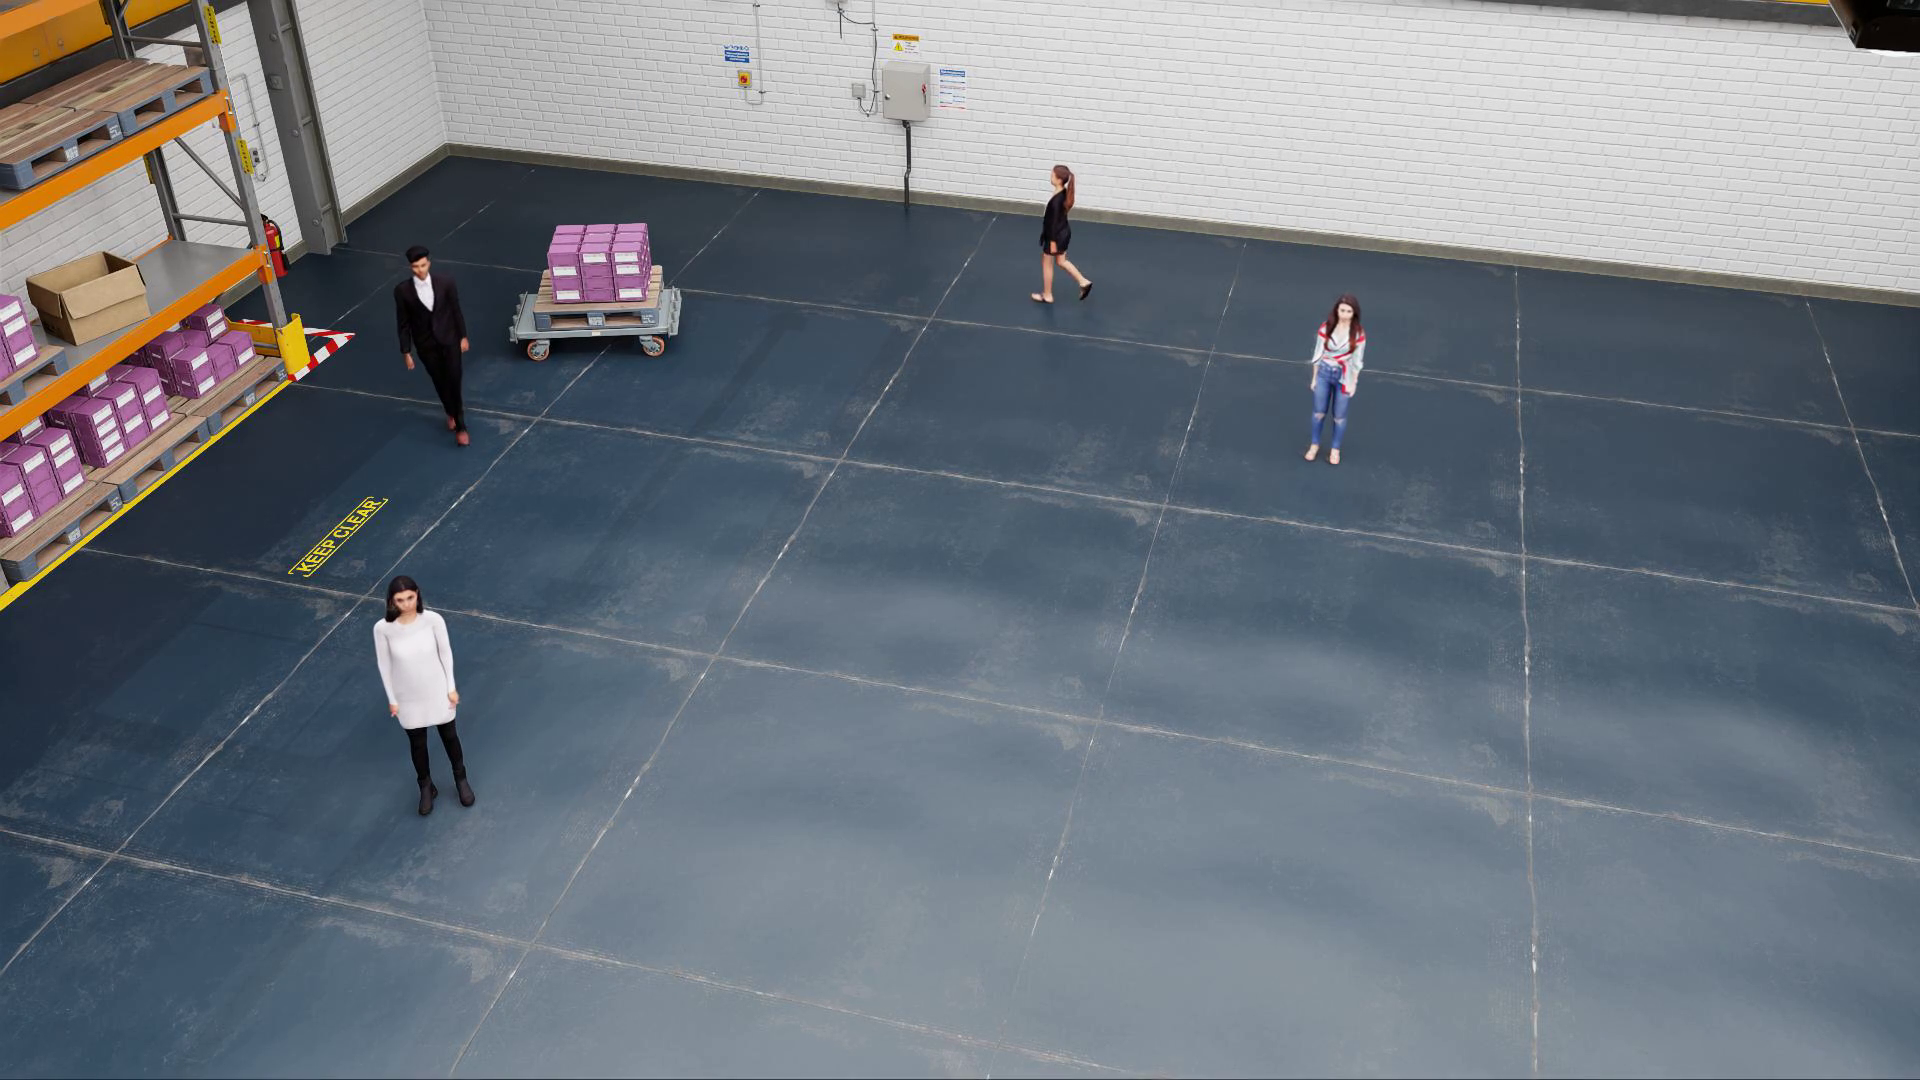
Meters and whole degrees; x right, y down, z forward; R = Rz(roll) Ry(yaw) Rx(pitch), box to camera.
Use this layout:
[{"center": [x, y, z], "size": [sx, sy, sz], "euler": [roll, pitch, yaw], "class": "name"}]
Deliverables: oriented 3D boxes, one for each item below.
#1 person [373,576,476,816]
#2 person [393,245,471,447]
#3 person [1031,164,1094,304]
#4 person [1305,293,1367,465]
[{"center": [-3.488, 0.992, 10.836], "size": [0.691, 1.806, 0.706], "euler": [-10, 35, -14], "class": "person"}, {"center": [-4.730, -1.828, 15.030], "size": [1.000, 1.860, 1.102], "euler": [-9, 35, -13], "class": "person"}, {"center": [1.086, -3.169, 17.333], "size": [0.710, 1.543, 0.872], "euler": [15, 36, 21], "class": "person"}, {"center": [3.305, -1.437, 14.665], "size": [0.607, 1.613, 0.539], "euler": [12, 36, 18], "class": "person"}]
